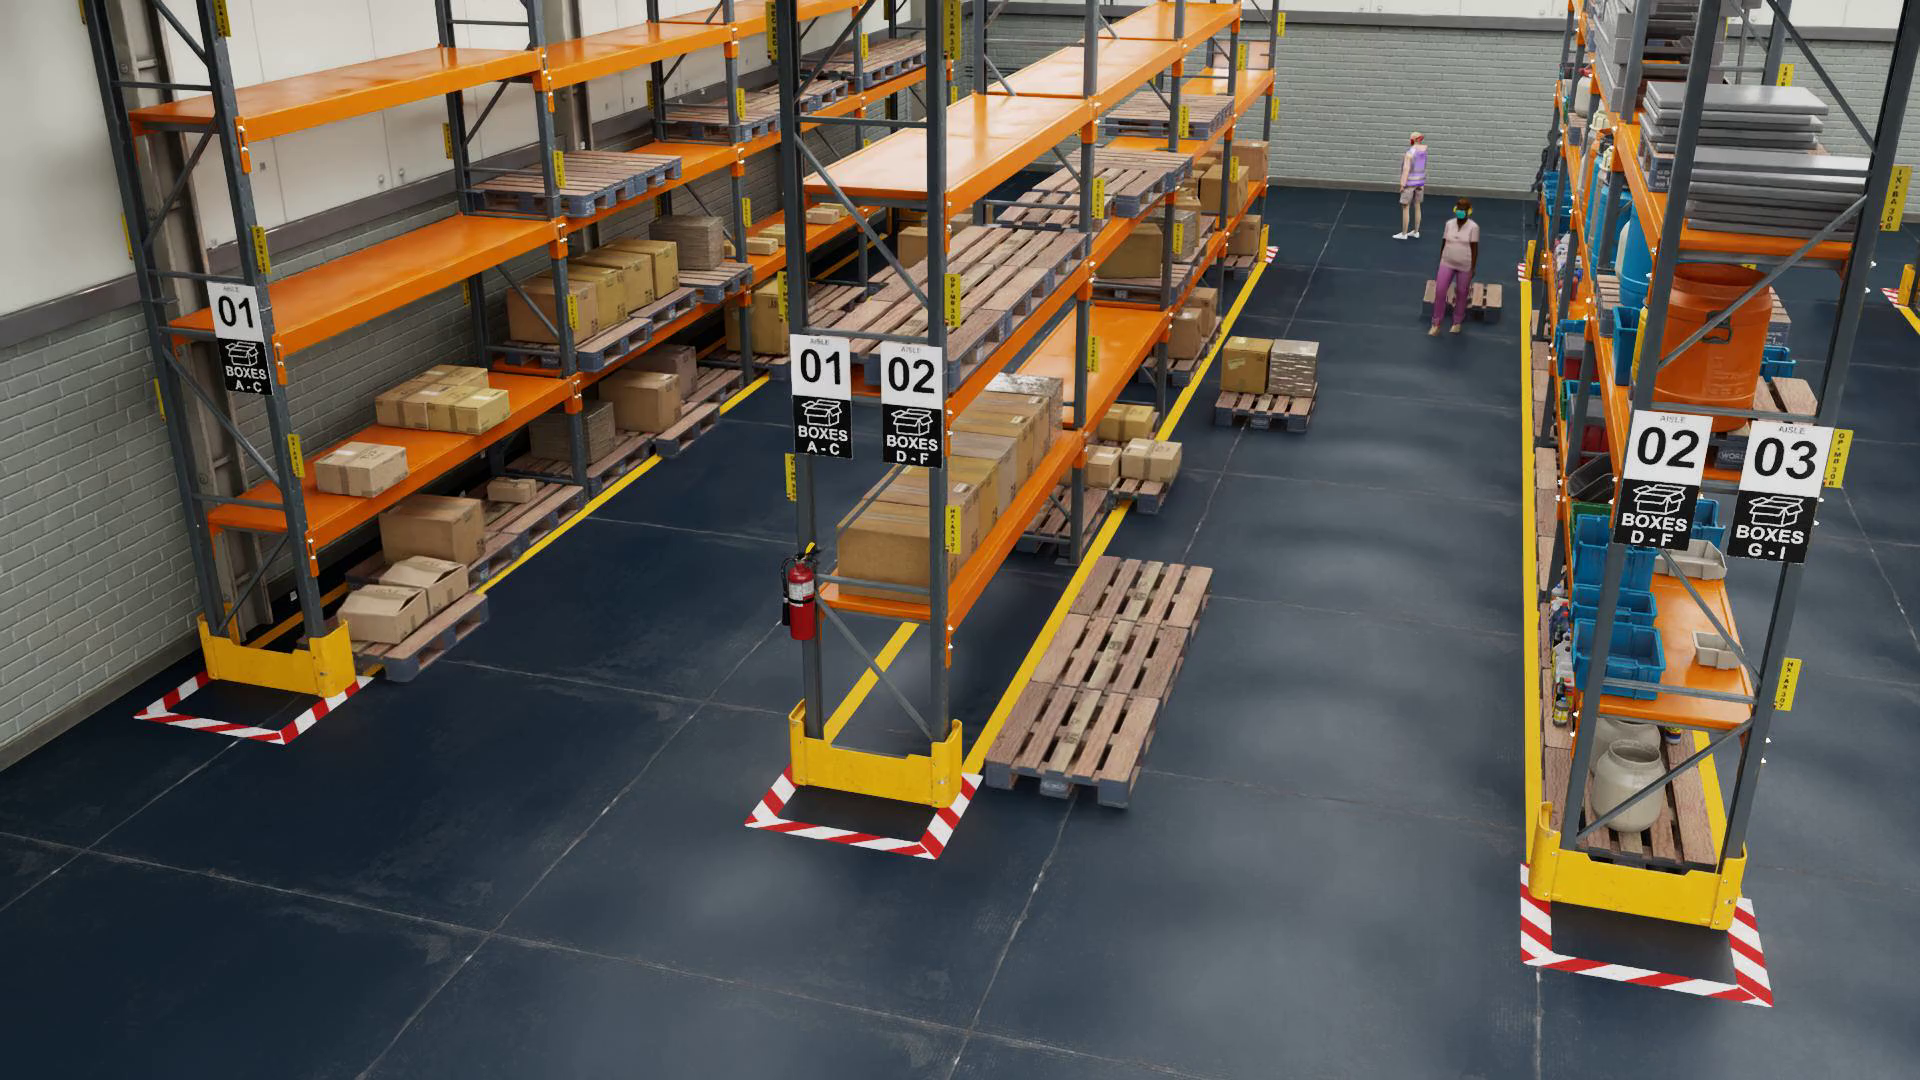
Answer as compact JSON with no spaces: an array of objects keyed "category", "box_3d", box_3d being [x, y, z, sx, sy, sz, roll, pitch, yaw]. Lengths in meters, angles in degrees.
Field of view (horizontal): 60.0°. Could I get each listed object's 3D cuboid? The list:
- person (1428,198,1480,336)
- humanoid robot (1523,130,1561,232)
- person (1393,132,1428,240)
[{"category":"person","box_3d":[6.366,-3.482,21.340,0.508,1.773,0.771,13,26,27]},{"category":"humanoid robot","box_3d":[9.383,-5.802,26.863,0.516,1.653,0.601,20,30,39]},{"category":"person","box_3d":[7.184,-5.620,26.415,0.491,1.688,0.348,-14,27,-30]}]
